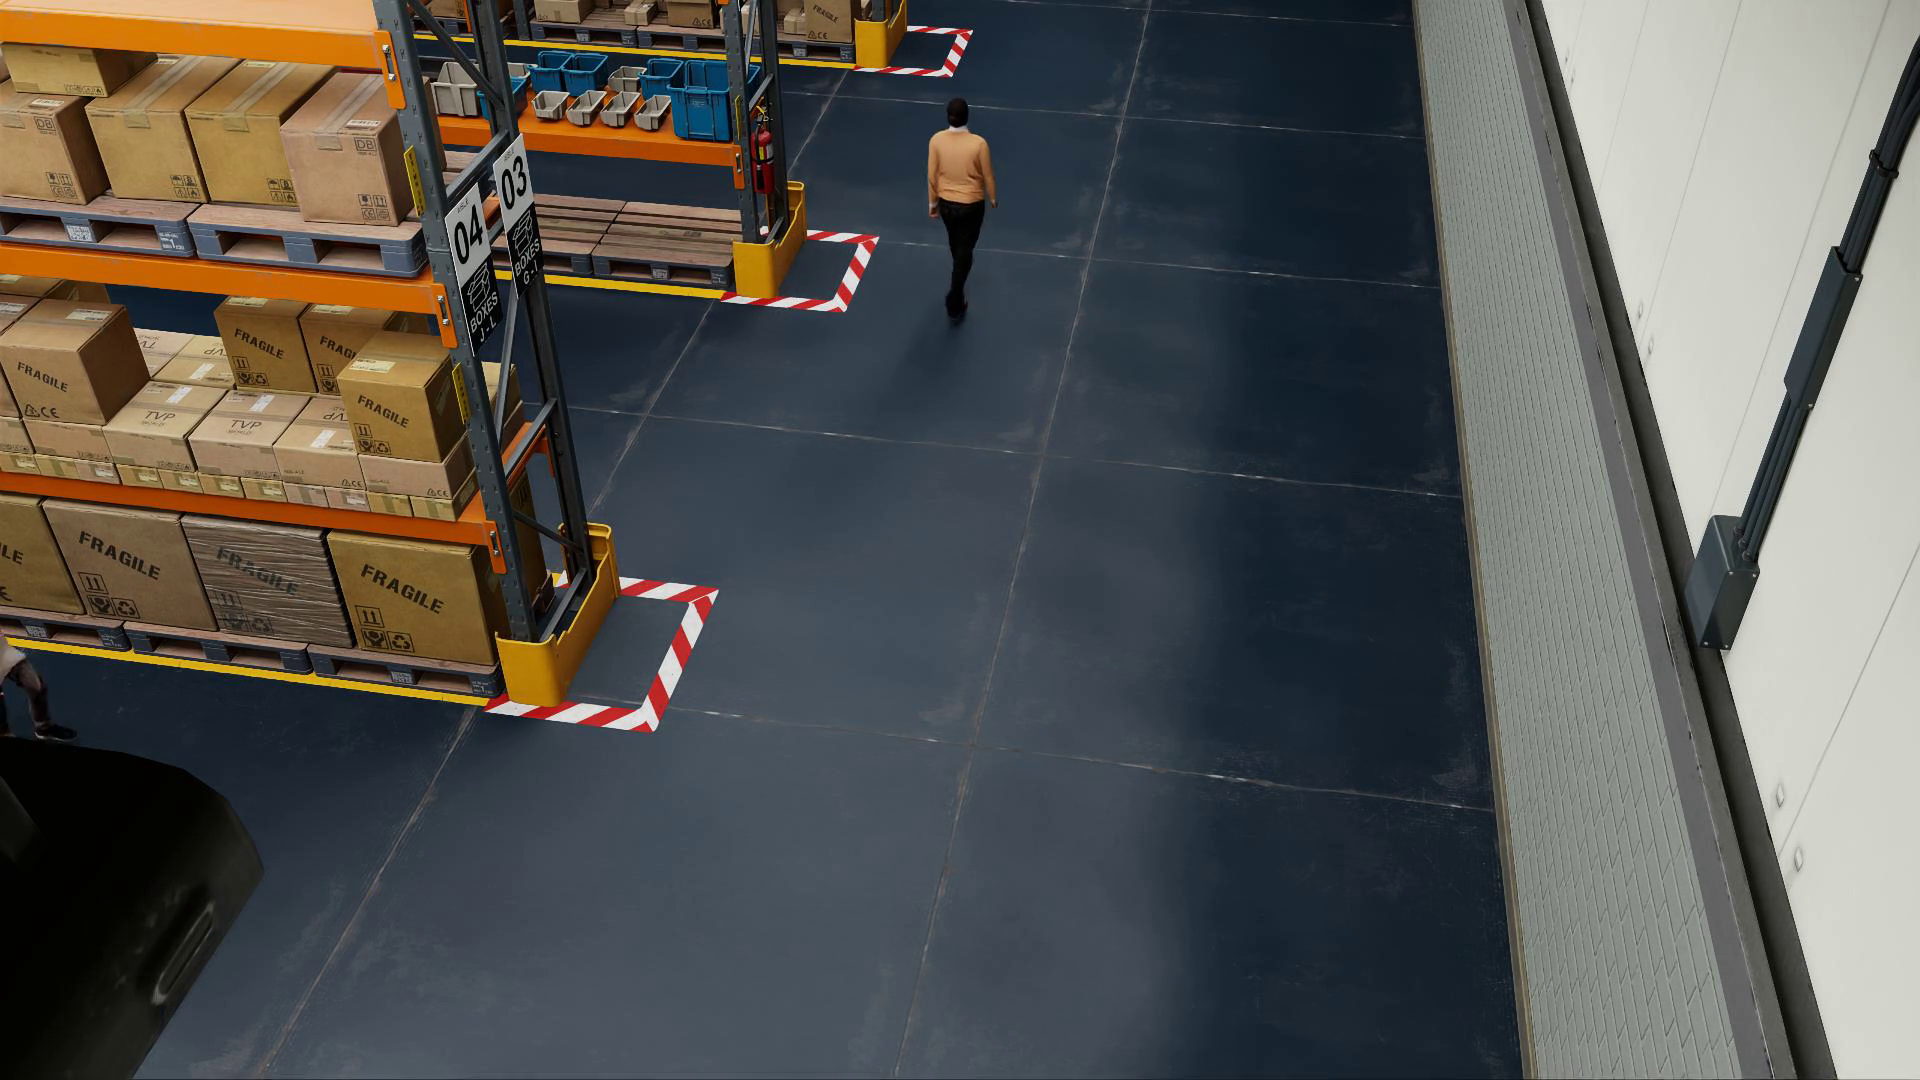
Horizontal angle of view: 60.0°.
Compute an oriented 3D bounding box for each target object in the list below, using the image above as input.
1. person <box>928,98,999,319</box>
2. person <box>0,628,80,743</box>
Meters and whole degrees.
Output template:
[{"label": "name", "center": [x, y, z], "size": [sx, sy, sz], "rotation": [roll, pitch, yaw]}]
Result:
[{"label": "person", "center": [-0.013, -2.602, 13.214], "size": [1.170, 1.707, 0.895], "rotation": [14, 40, 17]}, {"label": "person", "center": [-5.473, 0.665, 9.267], "size": [0.600, 1.426, 0.509], "rotation": [7, 39, 8]}]
